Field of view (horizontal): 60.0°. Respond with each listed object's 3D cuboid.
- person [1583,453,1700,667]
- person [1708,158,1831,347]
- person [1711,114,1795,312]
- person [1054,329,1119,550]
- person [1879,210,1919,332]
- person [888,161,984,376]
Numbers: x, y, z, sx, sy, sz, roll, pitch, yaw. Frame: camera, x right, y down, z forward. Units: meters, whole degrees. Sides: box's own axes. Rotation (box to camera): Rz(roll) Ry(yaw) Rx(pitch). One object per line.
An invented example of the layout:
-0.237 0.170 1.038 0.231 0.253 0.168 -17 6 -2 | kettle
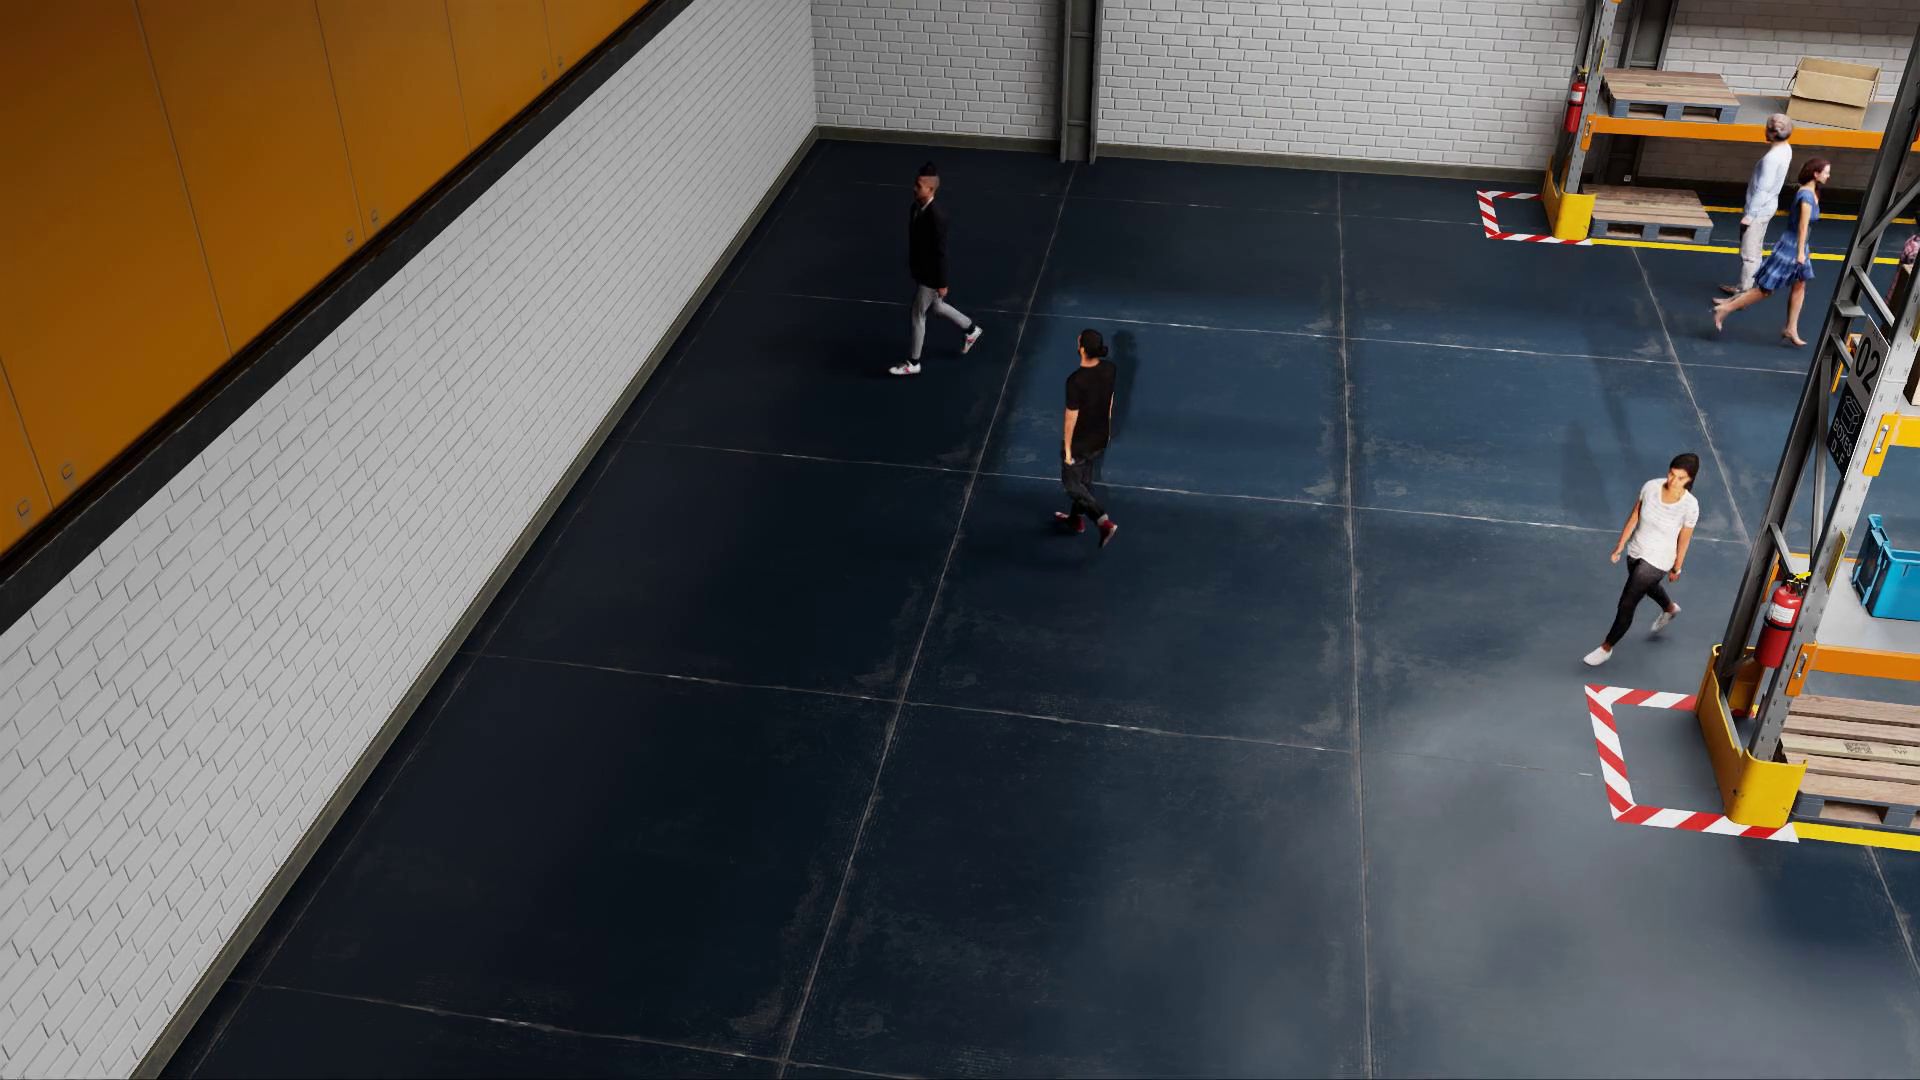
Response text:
4.692 0.098 11.159 1.178 1.598 1.023 -14 36 -20 | person
7.399 -2.564 15.001 1.197 1.777 0.874 16 37 22 | person
7.557 -3.108 15.719 0.731 1.888 0.746 21 39 29 | person
0.975 -0.726 12.267 0.960 1.742 1.064 -26 42 -34 | person
8.011 -1.980 14.137 0.644 1.761 0.729 12 35 17 | person
-0.182 -2.385 14.601 1.311 1.922 1.140 -13 36 -19 | person
